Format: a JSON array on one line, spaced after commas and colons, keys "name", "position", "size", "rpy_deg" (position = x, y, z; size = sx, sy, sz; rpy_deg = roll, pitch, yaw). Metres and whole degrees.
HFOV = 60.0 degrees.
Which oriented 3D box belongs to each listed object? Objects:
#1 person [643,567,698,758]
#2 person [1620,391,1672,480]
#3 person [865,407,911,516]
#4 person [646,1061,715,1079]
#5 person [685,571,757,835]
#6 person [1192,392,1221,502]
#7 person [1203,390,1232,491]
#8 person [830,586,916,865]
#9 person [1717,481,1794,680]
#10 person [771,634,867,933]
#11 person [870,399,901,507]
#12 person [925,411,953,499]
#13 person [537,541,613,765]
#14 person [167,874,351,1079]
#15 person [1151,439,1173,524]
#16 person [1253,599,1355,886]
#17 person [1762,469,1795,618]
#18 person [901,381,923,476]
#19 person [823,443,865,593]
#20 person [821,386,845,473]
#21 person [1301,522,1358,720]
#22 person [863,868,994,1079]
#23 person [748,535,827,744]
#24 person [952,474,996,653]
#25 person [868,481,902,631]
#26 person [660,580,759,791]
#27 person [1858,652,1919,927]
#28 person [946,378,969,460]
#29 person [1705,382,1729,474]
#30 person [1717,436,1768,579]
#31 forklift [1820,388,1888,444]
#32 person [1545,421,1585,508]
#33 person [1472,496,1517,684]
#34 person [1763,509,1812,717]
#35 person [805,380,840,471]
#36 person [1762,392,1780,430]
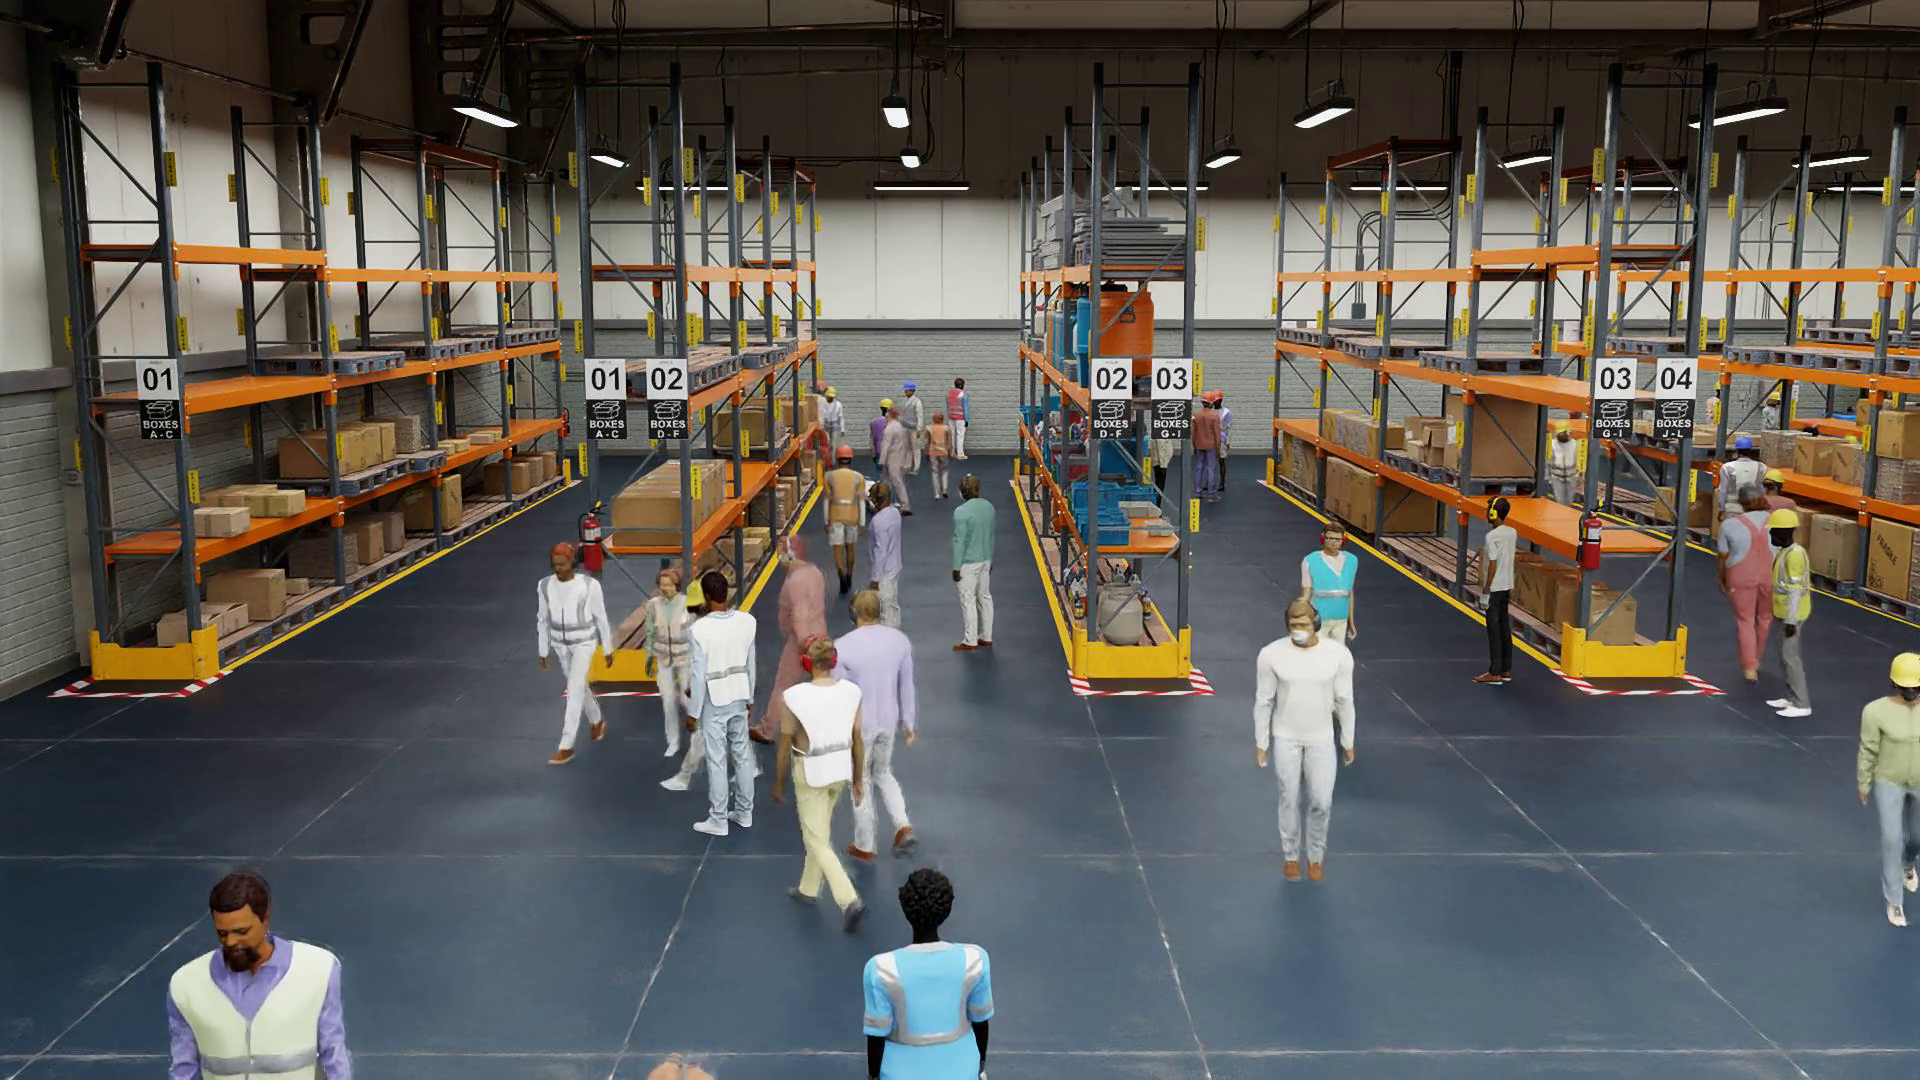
[{"name": "person", "position": [-2.372, 1.020, 13.914], "size": [0.560, 1.621, 0.377], "rpy_deg": [2, 9, 12]}, {"name": "person", "position": [13.823, -2.099, 33.459], "size": [0.984, 1.796, 0.523], "rpy_deg": [1, 9, 7]}, {"name": "person", "position": [-1.238, -1.334, 28.349], "size": [0.865, 1.843, 0.623], "rpy_deg": [0, 9, 2]}, {"name": "person", "position": [-0.886, 2.411, 5.100], "size": [0.563, 1.594, 0.558], "rpy_deg": [-9, 12, -44]}, {"name": "person", "position": [-1.710, 1.175, 11.998], "size": [0.390, 1.913, 0.588], "rpy_deg": [8, 12, 42]}, {"name": "person", "position": [4.477, -1.685, 30.132], "size": [0.608, 1.995, 0.377], "rpy_deg": [8, 12, 42]}, {"name": "person", "position": [4.888, -1.888, 31.660], "size": [0.559, 1.937, 0.393], "rpy_deg": [4, 10, 27]}, {"name": "person", "position": [-0.590, 1.276, 11.316], "size": [0.648, 1.920, 0.513], "rpy_deg": [-6, 11, -34]}, {"name": "person", "position": [7.968, 0.378, 16.713], "size": [0.698, 2.000, 0.910], "rpy_deg": [1, 9, 9]}, {"name": "person", "position": [-0.836, 1.487, 10.330], "size": [0.563, 1.814, 0.860], "rpy_deg": [-8, 12, -42]}, {"name": "person", "position": [-1.307, -1.533, 29.397], "size": [0.584, 1.918, 0.381], "rpy_deg": [5, 10, 30]}, {"name": "person", "position": [-0.390, -1.565, 30.573], "size": [0.513, 1.617, 0.604], "rpy_deg": [0, 9, 1]}, {"name": "person", "position": [-3.241, 0.893, 14.072], "size": [0.595, 1.837, 1.010], "rpy_deg": [3, 9, 16]}, {"name": "person", "position": [-2.522, 2.109, 6.008], "size": [0.615, 1.900, 0.457], "rpy_deg": [-2, 9, -11]}, {"name": "person", "position": [3.347, -1.247, 27.363], "size": [0.414, 1.985, 0.610], "rpy_deg": [1, 9, 7]}, {"name": "person", "position": [2.258, 1.338, 10.934], "size": [0.667, 1.913, 0.548], "rpy_deg": [2, 9, 11]}, {"name": "person", "position": [9.607, 0.043, 19.754], "size": [0.526, 1.765, 0.329], "rpy_deg": [5, 10, 28]}, {"name": "person", "position": [-1.009, -2.295, 34.200], "size": [0.397, 1.949, 0.603], "rpy_deg": [-7, 11, -38]}, {"name": "person", "position": [-1.473, -0.269, 21.328], "size": [0.551, 1.911, 0.824], "rpy_deg": [-2, 9, -11]}, {"name": "person", "position": [-2.701, -2.301, 34.701], "size": [0.608, 1.799, 0.663], "rpy_deg": [-2, 9, -14]}, {"name": "person", "position": [3.323, 0.738, 15.042], "size": [0.564, 1.838, 0.389], "rpy_deg": [-3, 9, -21]}, {"name": "person", "position": [-0.128, 2.127, 6.561], "size": [0.537, 1.695, 0.321], "rpy_deg": [-2, 9, -16]}, {"name": "person", "position": [-1.362, 0.867, 14.210], "size": [1.054, 1.840, 0.677], "rpy_deg": [3, 9, 17]}, {"name": "person", "position": [0.144, 0.249, 17.910], "size": [0.377, 1.930, 0.644], "rpy_deg": [7, 11, 38]}, {"name": "person", "position": [-0.794, 0.347, 17.249], "size": [0.373, 1.938, 0.630], "rpy_deg": [2, 9, 12]}, {"name": "person", "position": [-1.955, 1.129, 13.026], "size": [0.894, 1.673, 0.495], "rpy_deg": [-6, 10, -32]}, {"name": "person", "position": [5.909, 1.505, 10.440], "size": [0.553, 1.730, 0.703], "rpy_deg": [3, 9, 16]}, {"name": "person", "position": [-0.033, -2.717, 37.308], "size": [0.618, 1.836, 0.432], "rpy_deg": [8, 12, 40]}, {"name": "person", "position": [15.719, -2.332, 34.498], "size": [0.592, 1.930, 0.356], "rpy_deg": [-4, 10, -25]}, {"name": "person", "position": [10.379, -0.414, 22.098], "size": [0.605, 1.950, 0.381], "rpy_deg": [1, 9, 8]}, {"name": "forklift", "position": [20.072, -3.110, 36.462], "size": [1.873, 2.768, 1.129], "rpy_deg": [0, 9, 0]}, {"name": "person", "position": [9.558, -0.973, 26.218], "size": [0.676, 1.794, 0.603], "rpy_deg": [3, 9, 20]}, {"name": "person", "position": [5.314, 0.497, 16.498], "size": [0.518, 1.870, 0.323], "rpy_deg": [-8, 12, -43]}, {"name": "person", "position": [7.635, 0.663, 15.358], "size": [0.501, 1.902, 0.611], "rpy_deg": [3, 9, 16]}, {"name": "person", "position": [-2.871, -2.335, 34.427], "size": [0.937, 1.941, 0.619], "rpy_deg": [-8, 12, -41]}, {"name": "person", "position": [16.640, -2.169, 34.090], "size": [0.487, 1.737, 0.320], "rpy_deg": [-4, 10, -23]}]
